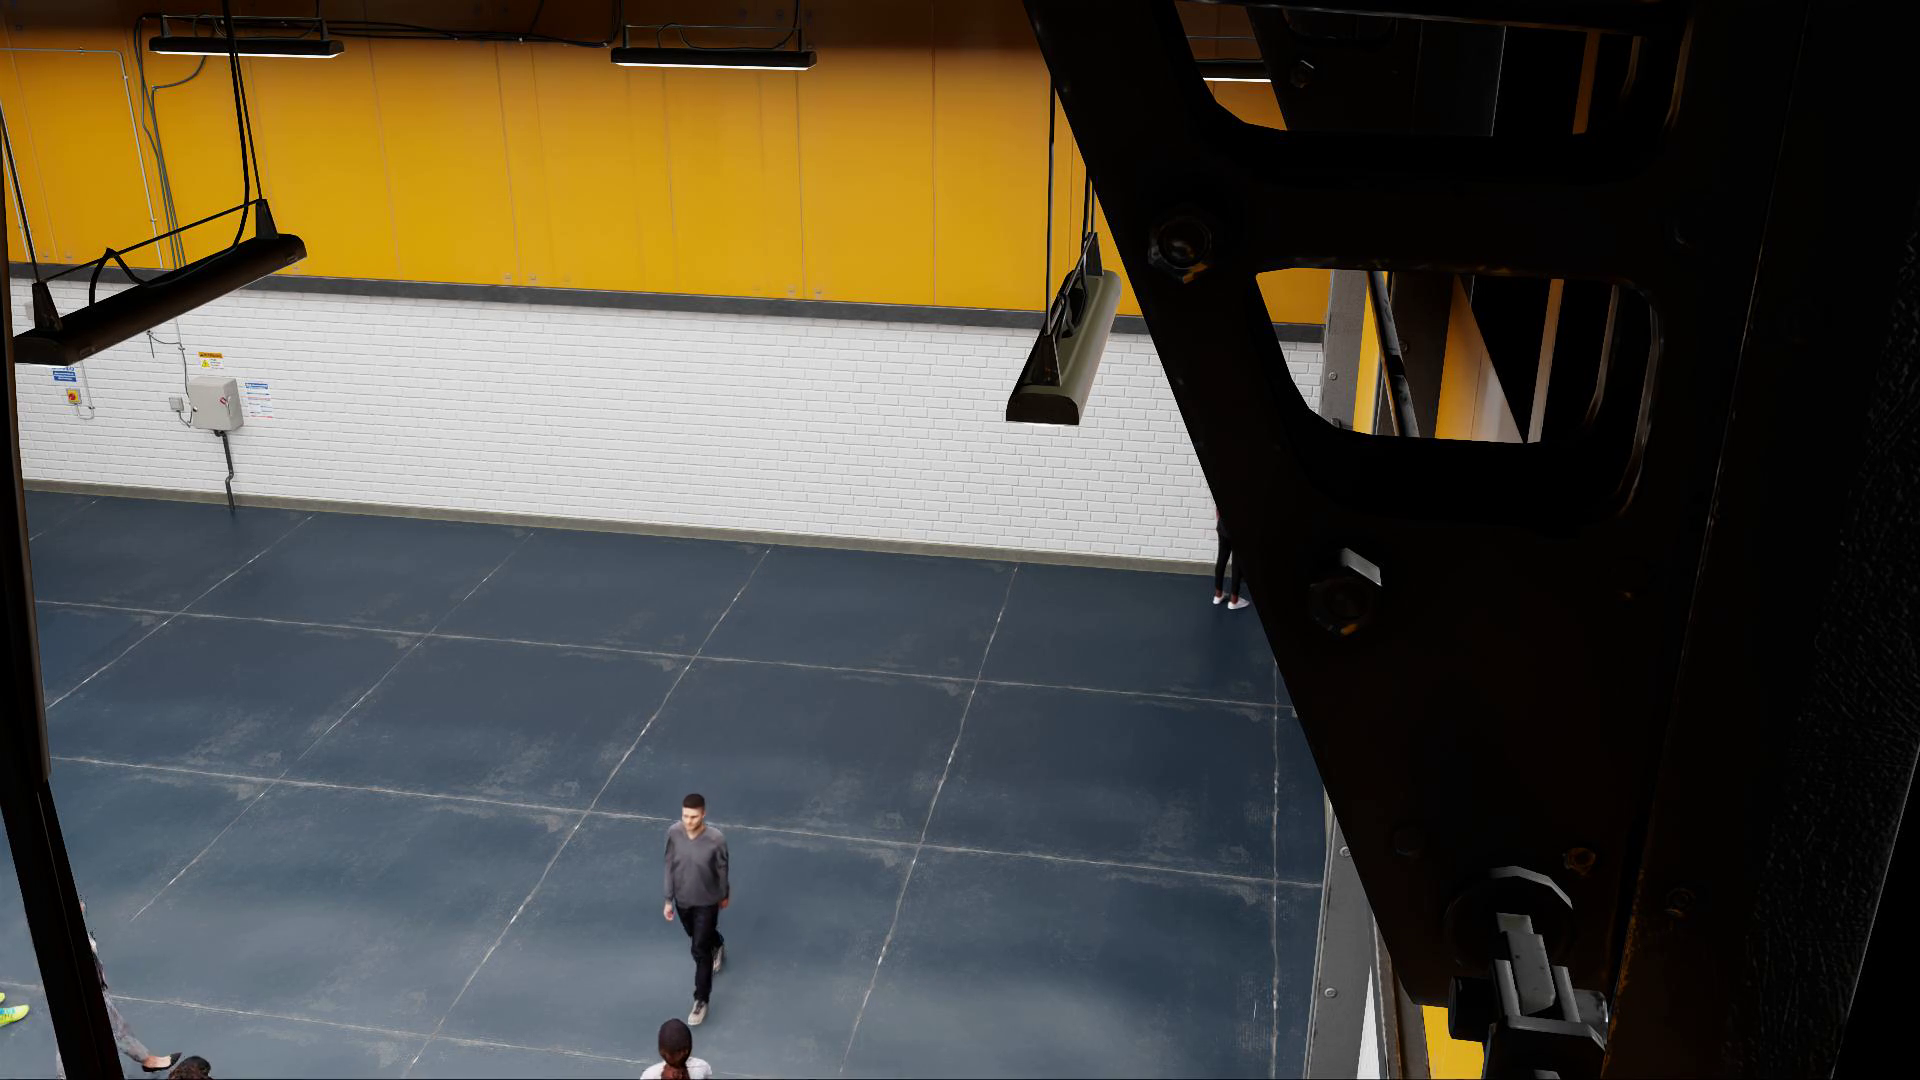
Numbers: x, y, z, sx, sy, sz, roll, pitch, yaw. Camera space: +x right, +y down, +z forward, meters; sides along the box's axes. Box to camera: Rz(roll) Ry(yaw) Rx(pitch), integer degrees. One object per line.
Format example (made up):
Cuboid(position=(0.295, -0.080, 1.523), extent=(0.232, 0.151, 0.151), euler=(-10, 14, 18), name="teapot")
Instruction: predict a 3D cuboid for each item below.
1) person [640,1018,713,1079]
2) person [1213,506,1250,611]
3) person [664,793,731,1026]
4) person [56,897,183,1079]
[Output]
Cuboid(position=(-1.636, 3.624, 9.800), extent=(0.813, 1.709, 0.896), euler=(-8, 25, -18), name="person")
Cuboid(position=(2.996, -0.087, 18.262), extent=(0.732, 1.730, 0.702), euler=(-21, 31, -40), name="person")
Cuboid(position=(-1.897, 2.575, 12.166), extent=(0.683, 1.735, 1.121), euler=(6, 24, 14), name="person")
Cuboid(position=(-5.957, 3.100, 11.083), extent=(0.983, 1.641, 1.109), euler=(22, 32, 40), name="person")
